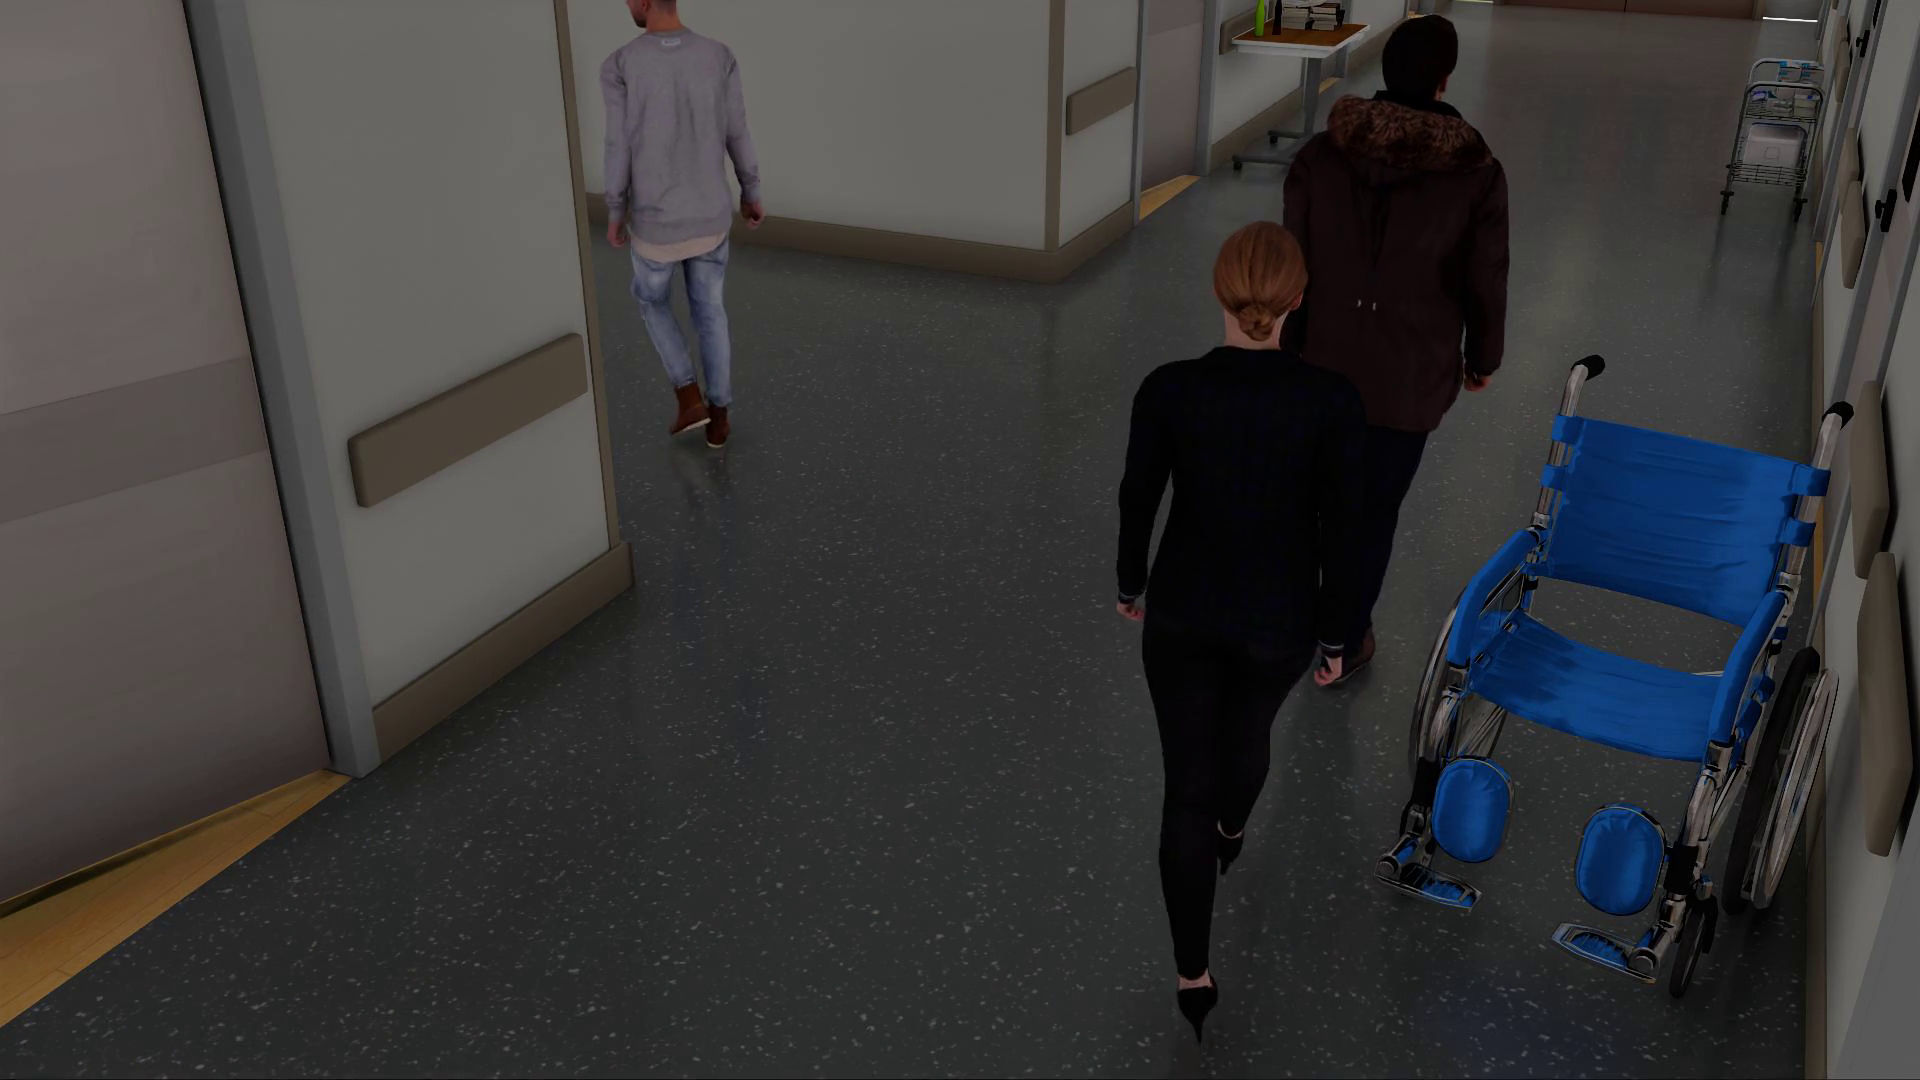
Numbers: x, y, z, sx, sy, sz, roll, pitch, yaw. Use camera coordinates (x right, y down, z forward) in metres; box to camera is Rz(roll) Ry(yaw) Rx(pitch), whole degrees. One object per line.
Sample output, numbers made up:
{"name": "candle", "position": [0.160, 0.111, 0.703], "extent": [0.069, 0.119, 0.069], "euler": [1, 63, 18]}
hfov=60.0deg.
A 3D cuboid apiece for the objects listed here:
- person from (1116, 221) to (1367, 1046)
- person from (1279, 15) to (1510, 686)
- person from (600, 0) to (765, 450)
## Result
{"name": "person", "position": [0.526, 0.238, 3.318], "extent": [0.822, 1.641, 1.129], "euler": [4, 26, 9]}
{"name": "person", "position": [1.109, -0.454, 4.545], "extent": [0.829, 1.822, 0.967], "euler": [15, 30, 28]}
{"name": "person", "position": [-1.000, -1.173, 6.038], "extent": [0.831, 1.819, 0.923], "euler": [-10, 28, -20]}
